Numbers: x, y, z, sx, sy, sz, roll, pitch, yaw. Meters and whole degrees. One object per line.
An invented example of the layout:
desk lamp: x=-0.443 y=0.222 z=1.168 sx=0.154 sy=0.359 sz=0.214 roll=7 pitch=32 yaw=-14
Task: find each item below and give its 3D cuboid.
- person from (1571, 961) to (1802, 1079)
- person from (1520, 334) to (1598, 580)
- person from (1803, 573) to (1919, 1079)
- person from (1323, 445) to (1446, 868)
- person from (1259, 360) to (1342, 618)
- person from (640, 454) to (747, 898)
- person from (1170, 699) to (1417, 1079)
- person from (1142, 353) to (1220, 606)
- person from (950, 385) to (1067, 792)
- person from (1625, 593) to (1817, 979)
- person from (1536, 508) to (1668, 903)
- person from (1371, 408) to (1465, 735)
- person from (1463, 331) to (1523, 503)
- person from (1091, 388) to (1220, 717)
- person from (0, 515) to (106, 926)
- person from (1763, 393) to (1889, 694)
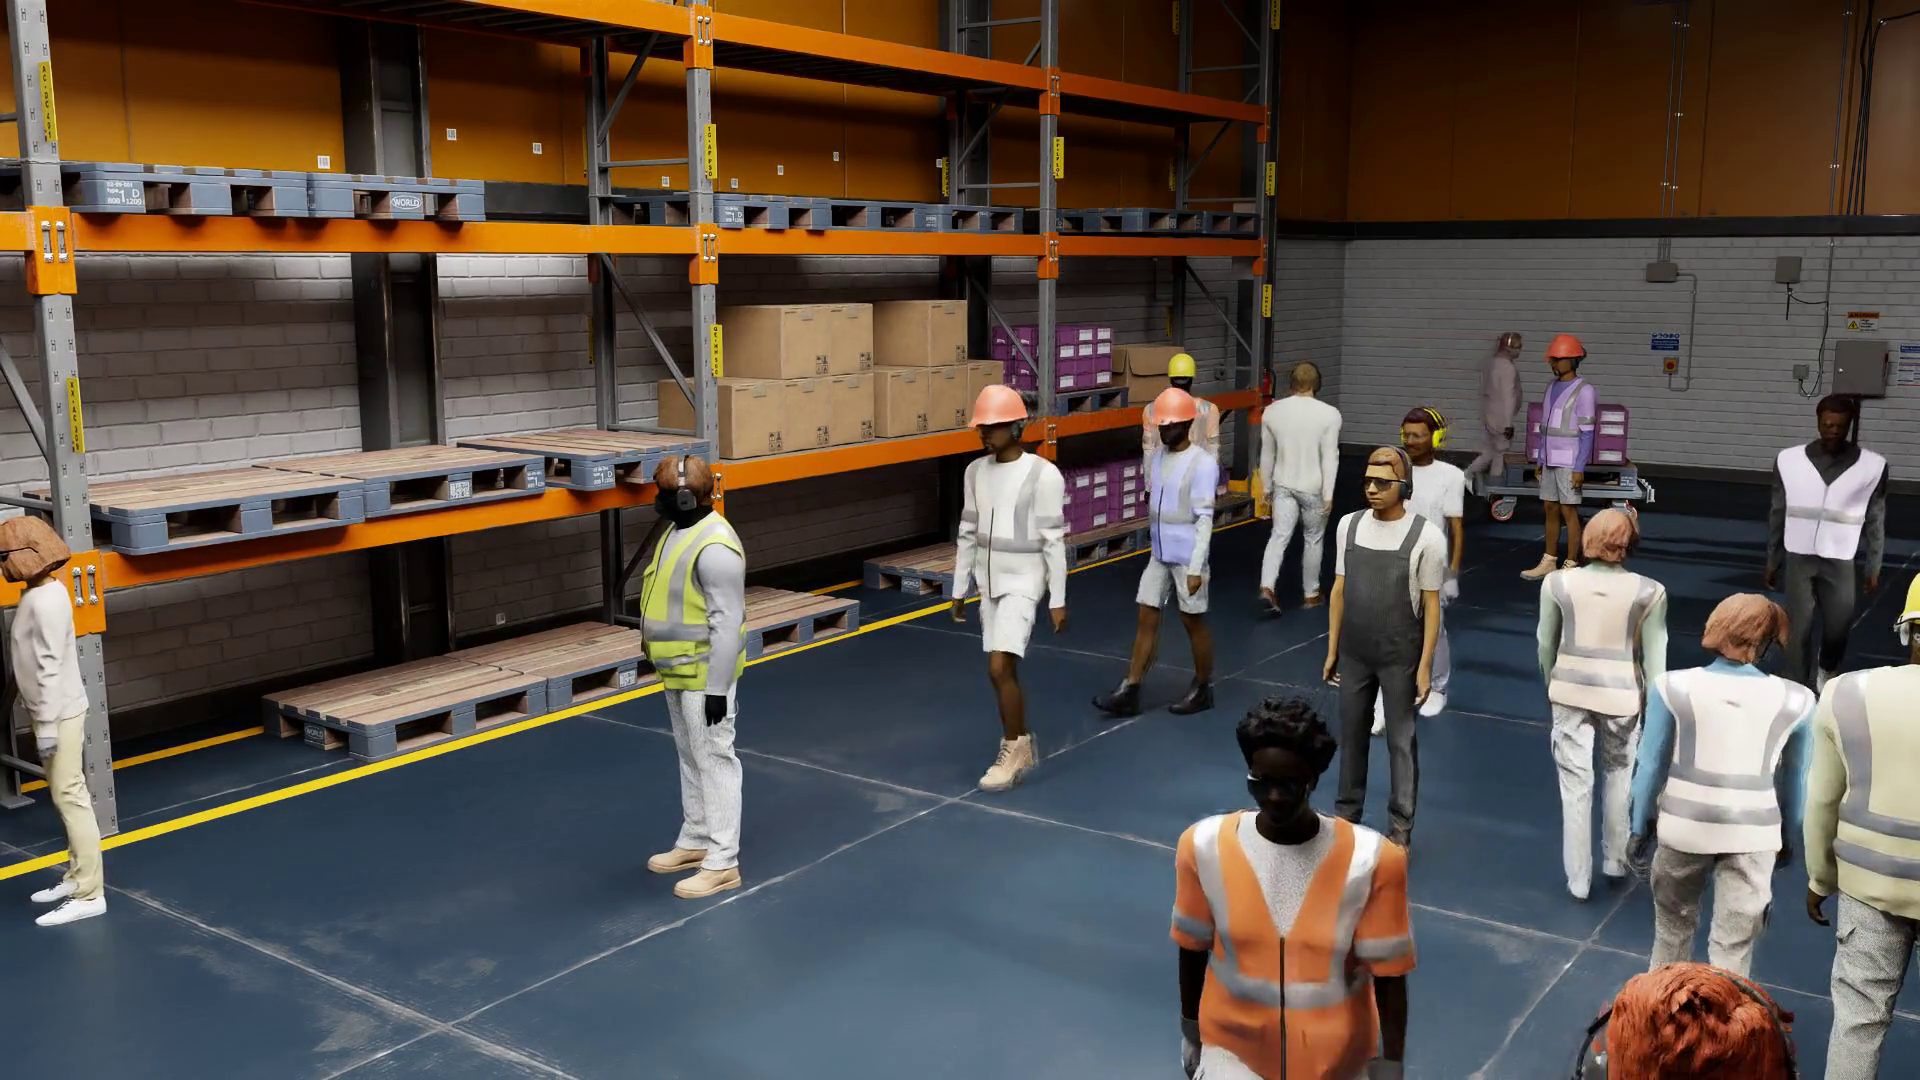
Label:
person: x=0.642 y=1.393 z=1.870 sx=0.635 sy=1.863 sz=0.612 roll=8 pitch=13 yaw=41
person: x=4.857 y=-0.643 z=13.461 sx=0.372 sy=2.045 sz=0.605 roll=-3 pitch=10 yaw=-16
person: x=2.650 y=0.953 z=4.583 sx=0.596 sy=1.832 sz=0.404 roll=7 pitch=12 yaw=36
person: x=1.814 y=0.509 z=7.188 sx=0.507 sy=1.847 sz=0.343 roll=8 pitch=12 yaw=38
person: x=2.487 y=-0.379 z=12.309 sx=0.637 sy=1.910 sz=0.951 roll=6 pitch=11 yaw=31
person: x=-1.107 y=0.557 z=6.928 sx=0.430 sy=1.840 sz=0.623 roll=-5 pitch=11 yaw=-25
person: x=0.722 y=1.181 z=3.702 sx=0.552 sy=1.673 sz=0.674 roll=2 pitch=10 yaw=14
person: x=1.675 y=-0.448 z=12.637 sx=0.588 sy=1.930 sz=0.359 roll=2 pitch=10 yaw=9
person: x=0.178 y=0.246 z=8.243 sx=0.662 sy=2.014 sz=0.639 roll=-9 pitch=13 yaw=-43
person: x=2.414 y=0.955 z=5.305 sx=0.541 sy=1.593 sz=0.858 roll=3 pitch=10 yaw=20
person: x=2.650 y=0.668 z=6.917 sx=0.508 sy=1.615 sz=0.575 roll=4 pitch=10 yaw=21
person: x=2.580 y=0.161 z=9.348 sx=0.542 sy=1.819 sz=0.973 roll=7 pitch=12 yaw=37
person: x=5.759 y=-1.305 z=17.899 sx=0.551 sy=1.878 sz=0.664 roll=0 pitch=10 yaw=-1
person: x=1.162 y=0.096 z=9.456 sx=0.802 sy=1.904 sz=0.571 roll=-7 pitch=12 yaw=-36
person: x=-3.633 y=0.710 z=6.645 sx=0.270 sy=1.627 sz=0.499 roll=-6 pitch=11 yaw=-33
person: x=4.928 y=0.097 z=9.505 sx=0.599 sy=1.898 sz=0.690 roll=5 pitch=11 yaw=28
